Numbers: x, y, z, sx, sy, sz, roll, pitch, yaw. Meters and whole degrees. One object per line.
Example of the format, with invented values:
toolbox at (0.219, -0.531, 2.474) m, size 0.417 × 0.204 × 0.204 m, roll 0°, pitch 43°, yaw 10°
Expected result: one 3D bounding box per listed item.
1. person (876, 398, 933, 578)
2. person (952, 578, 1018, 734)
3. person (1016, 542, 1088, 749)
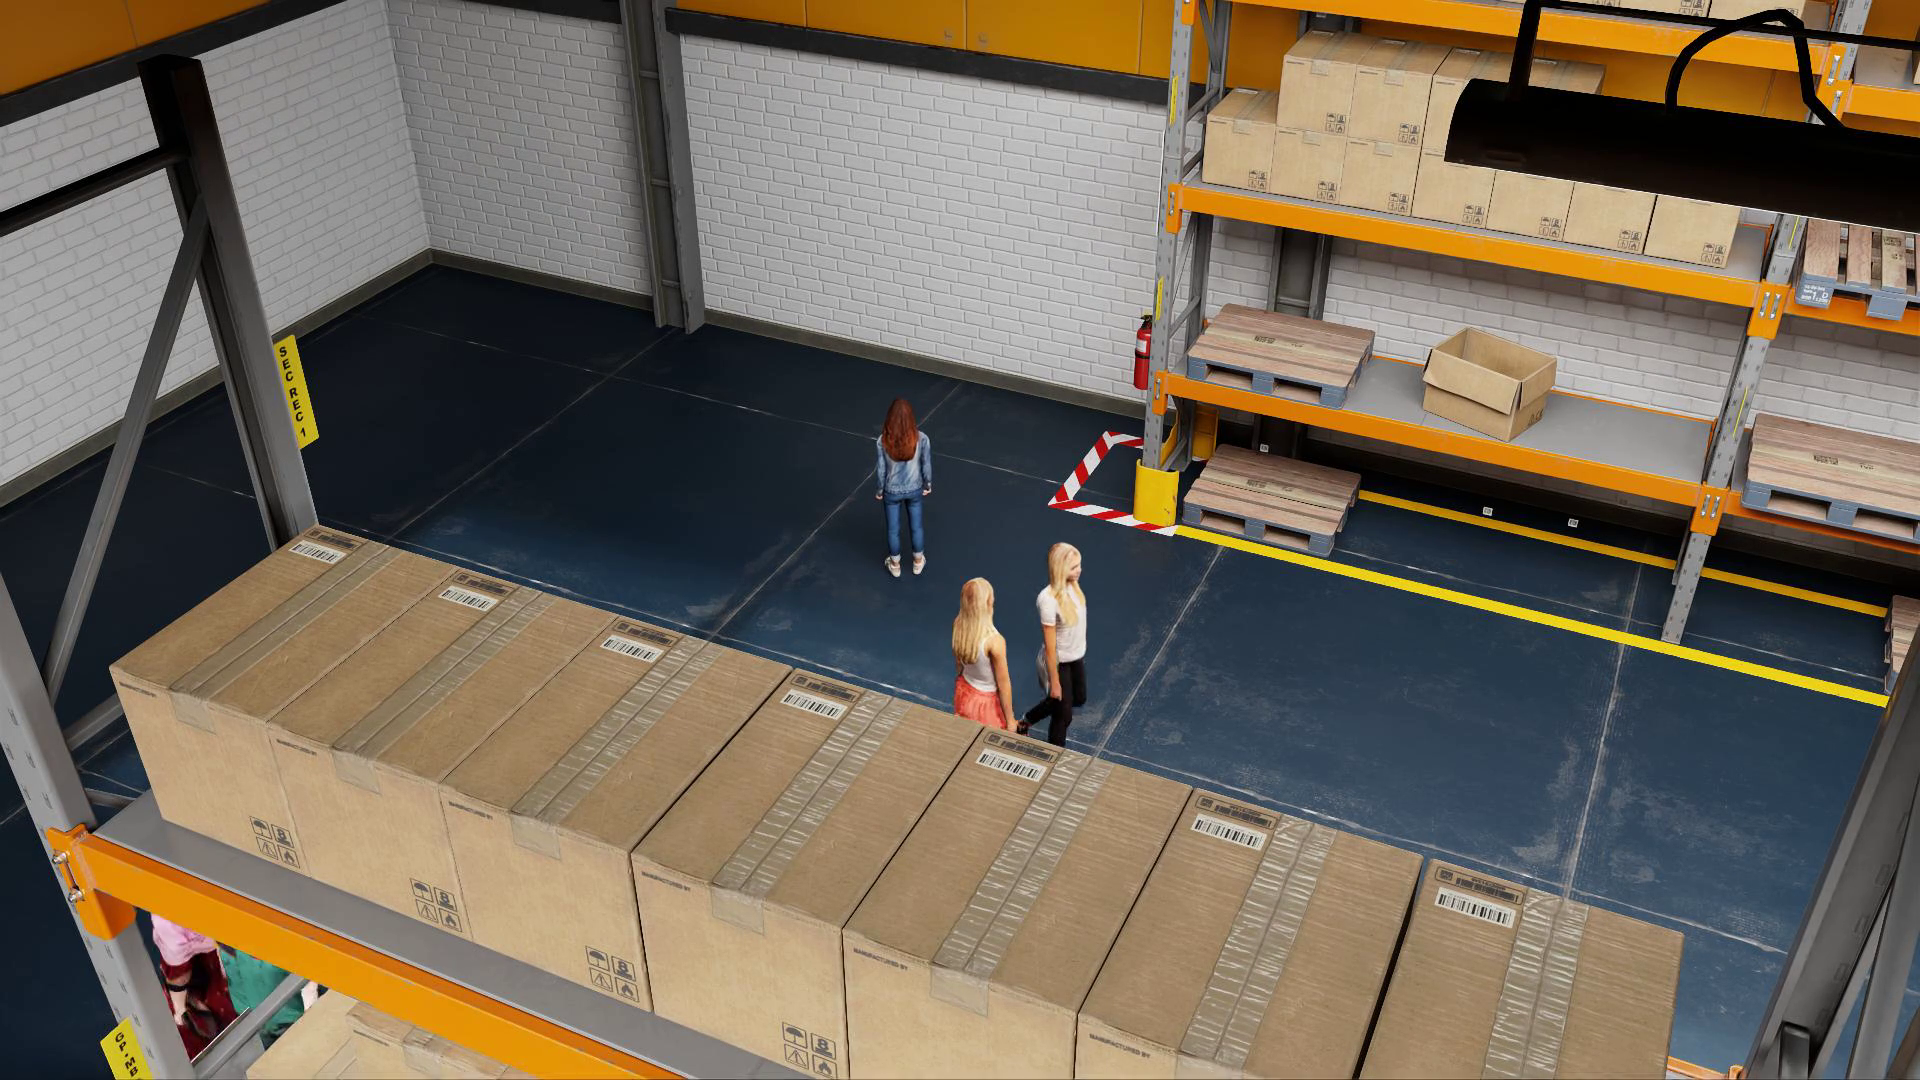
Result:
person at (-0.426, -0.388, 12.350) m, size 0.606 × 1.476 × 0.706 m, roll -5°, pitch 34°, yaw -7°
person at (0.072, 1.033, 9.929) m, size 1.009 × 1.789 × 1.016 m, roll -20°, pitch 38°, yaw -27°
person at (0.544, 0.752, 10.327) m, size 0.851 × 1.816 × 0.666 m, roll 11°, pitch 35°, yaw 16°
